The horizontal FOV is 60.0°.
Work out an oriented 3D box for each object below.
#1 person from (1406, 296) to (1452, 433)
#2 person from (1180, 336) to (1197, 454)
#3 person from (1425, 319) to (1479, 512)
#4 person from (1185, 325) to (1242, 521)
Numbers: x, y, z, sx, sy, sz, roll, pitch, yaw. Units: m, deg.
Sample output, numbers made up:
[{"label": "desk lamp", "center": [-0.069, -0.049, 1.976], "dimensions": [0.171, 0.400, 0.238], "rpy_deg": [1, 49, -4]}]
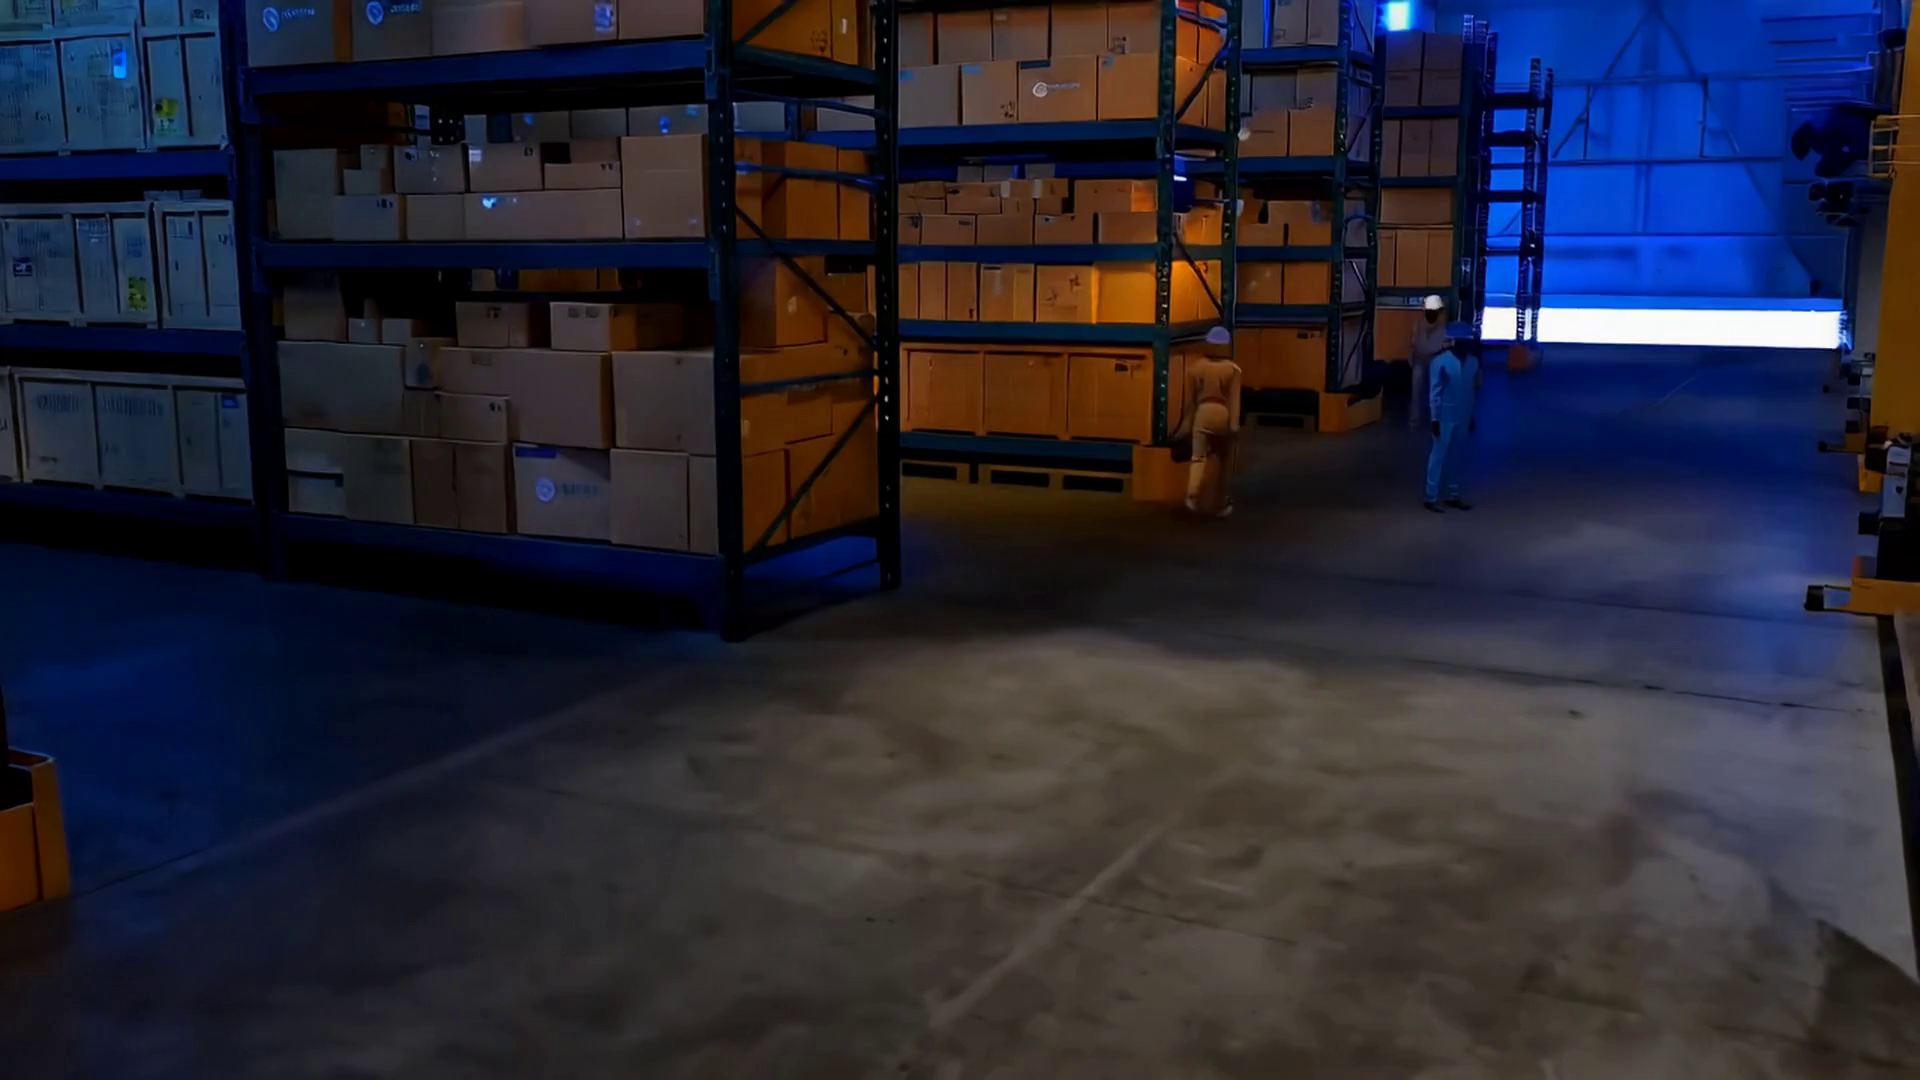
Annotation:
[{"label": "person", "center": [6.119, -2.281, 21.659], "dimensions": [0.610, 1.773, 0.941], "rpy_deg": [6, 11, 30]}, {"label": "person", "center": [2.480, -1.903, 19.069], "dimensions": [0.745, 1.914, 0.554], "rpy_deg": [8, 12, 38]}, {"label": "person", "center": [4.477, -1.119, 15.022], "dimensions": [0.563, 1.742, 0.353], "rpy_deg": [-6, 11, -31]}, {"label": "person", "center": [2.201, -1.021, 14.547], "dimensions": [0.495, 1.713, 0.837], "rpy_deg": [5, 11, 26]}]
